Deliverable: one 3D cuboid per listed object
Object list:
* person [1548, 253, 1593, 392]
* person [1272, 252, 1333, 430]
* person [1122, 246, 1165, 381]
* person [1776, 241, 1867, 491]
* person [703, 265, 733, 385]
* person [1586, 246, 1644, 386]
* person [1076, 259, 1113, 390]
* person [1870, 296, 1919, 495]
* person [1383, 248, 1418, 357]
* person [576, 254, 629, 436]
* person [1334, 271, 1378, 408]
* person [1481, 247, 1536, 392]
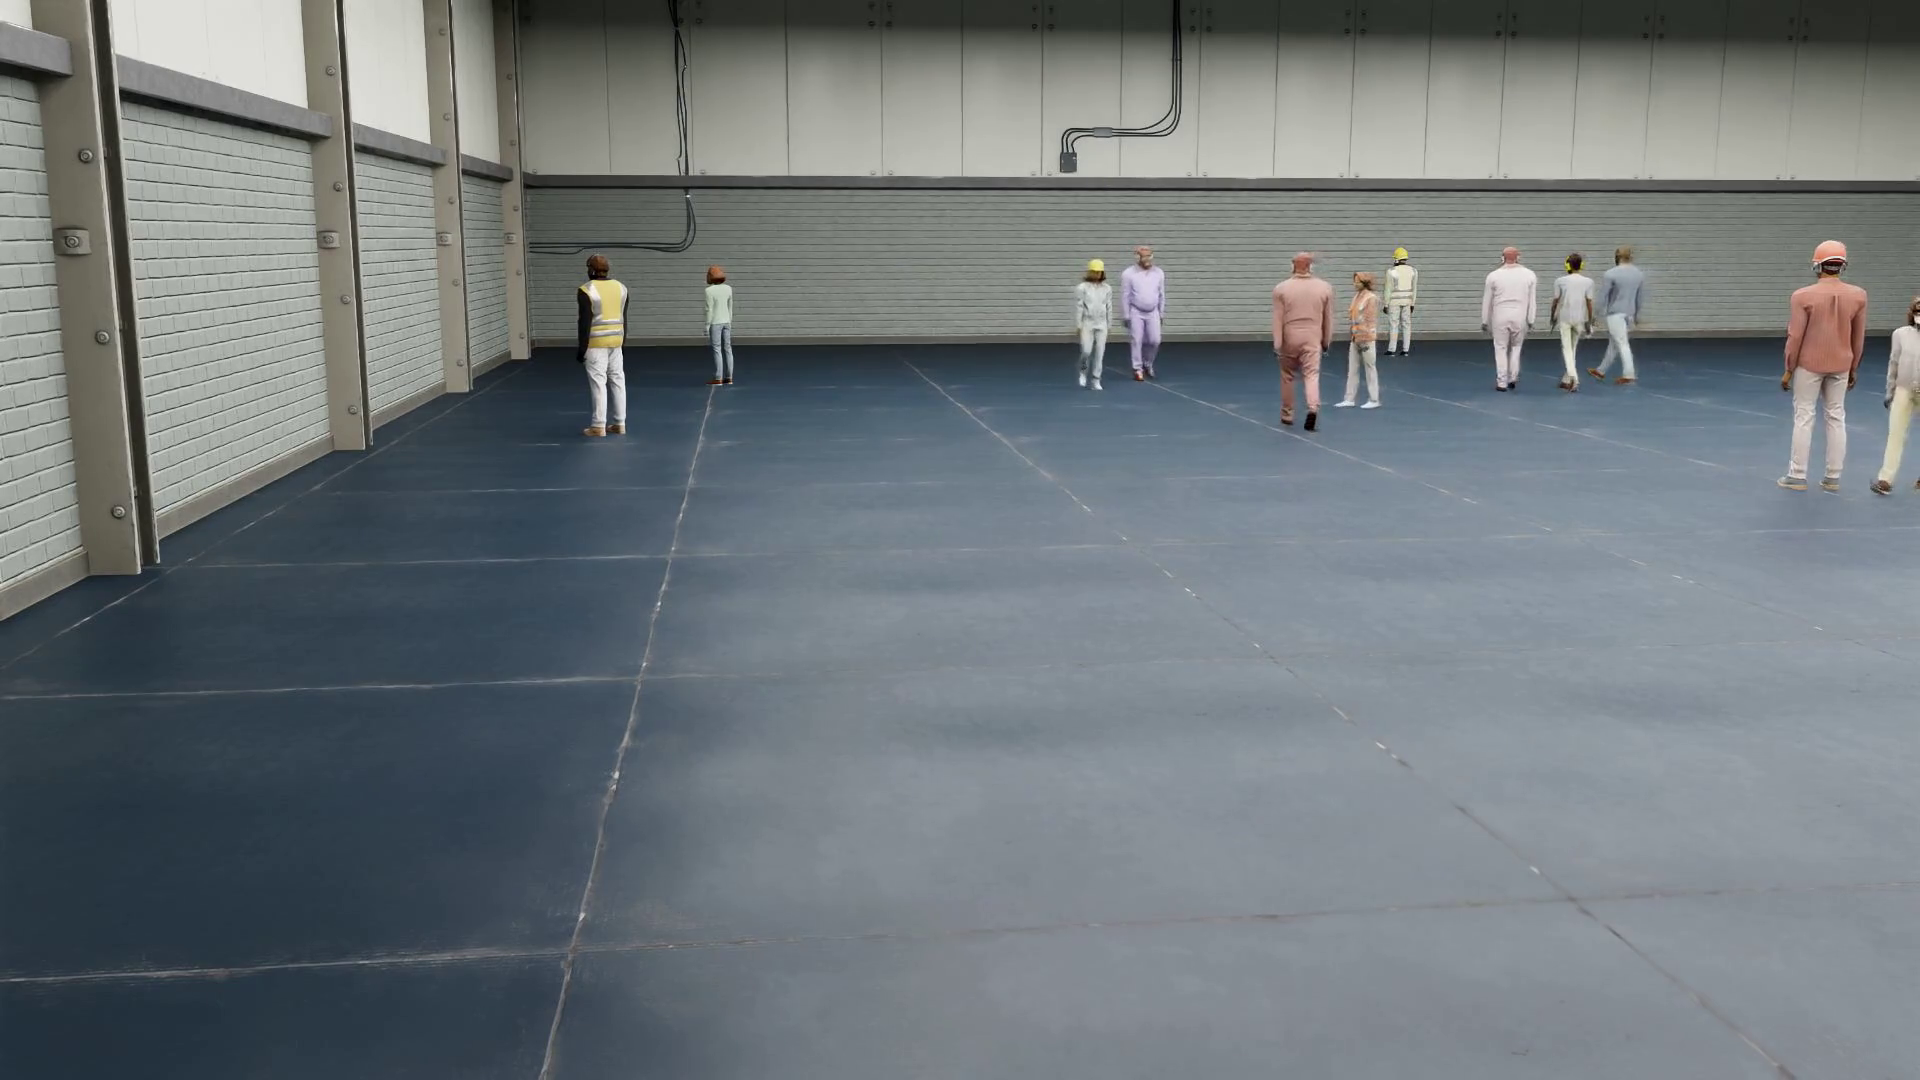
[{"bbox_3d":[8.050,-2.858,21.866,0.521,1.830,0.900,0,10,1],"label":"person"},{"bbox_3d":[3.628,-2.115,17.646,0.646,1.876,0.930,0,10,3],"label":"person"},{"bbox_3d":[2.590,-3.181,23.416,0.640,1.896,0.415,-2,11,-10],"label":"person"},{"bbox_3d":[6.892,-1.380,13.312,0.625,1.993,0.495,0,10,0],"label":"person"},{"bbox_3d":[-3.311,-2.935,22.780,0.279,1.633,0.499,7,13,35],"label":"person"},{"bbox_3d":[9.020,-3.086,22.898,0.652,1.883,1.012,-4,11,-23],"label":"person"},{"bbox_3d":[1.786,-2.850,22.017,0.503,1.731,0.379,-3,11,-14],"label":"person"},{"bbox_3d":[7.528,-1.141,13.084,0.894,1.577,0.510,-9,14,-40],"label":"person"},{"bbox_3d":[7.440,-4.022,28.179,0.588,1.837,0.404,-3,11,-15],"label":"person"},{"bbox_3d":[-3.662,-1.980,16.971,0.430,1.845,0.619,8,13,37],"label":"person"},{"bbox_3d":[4.753,-2.368,19.698,0.362,1.638,0.527,-3,11,-16],"label":"person"},{"bbox_3d":[7.218,-2.910,21.955,0.669,1.881,0.692,1,10,7],"label":"person"}]
